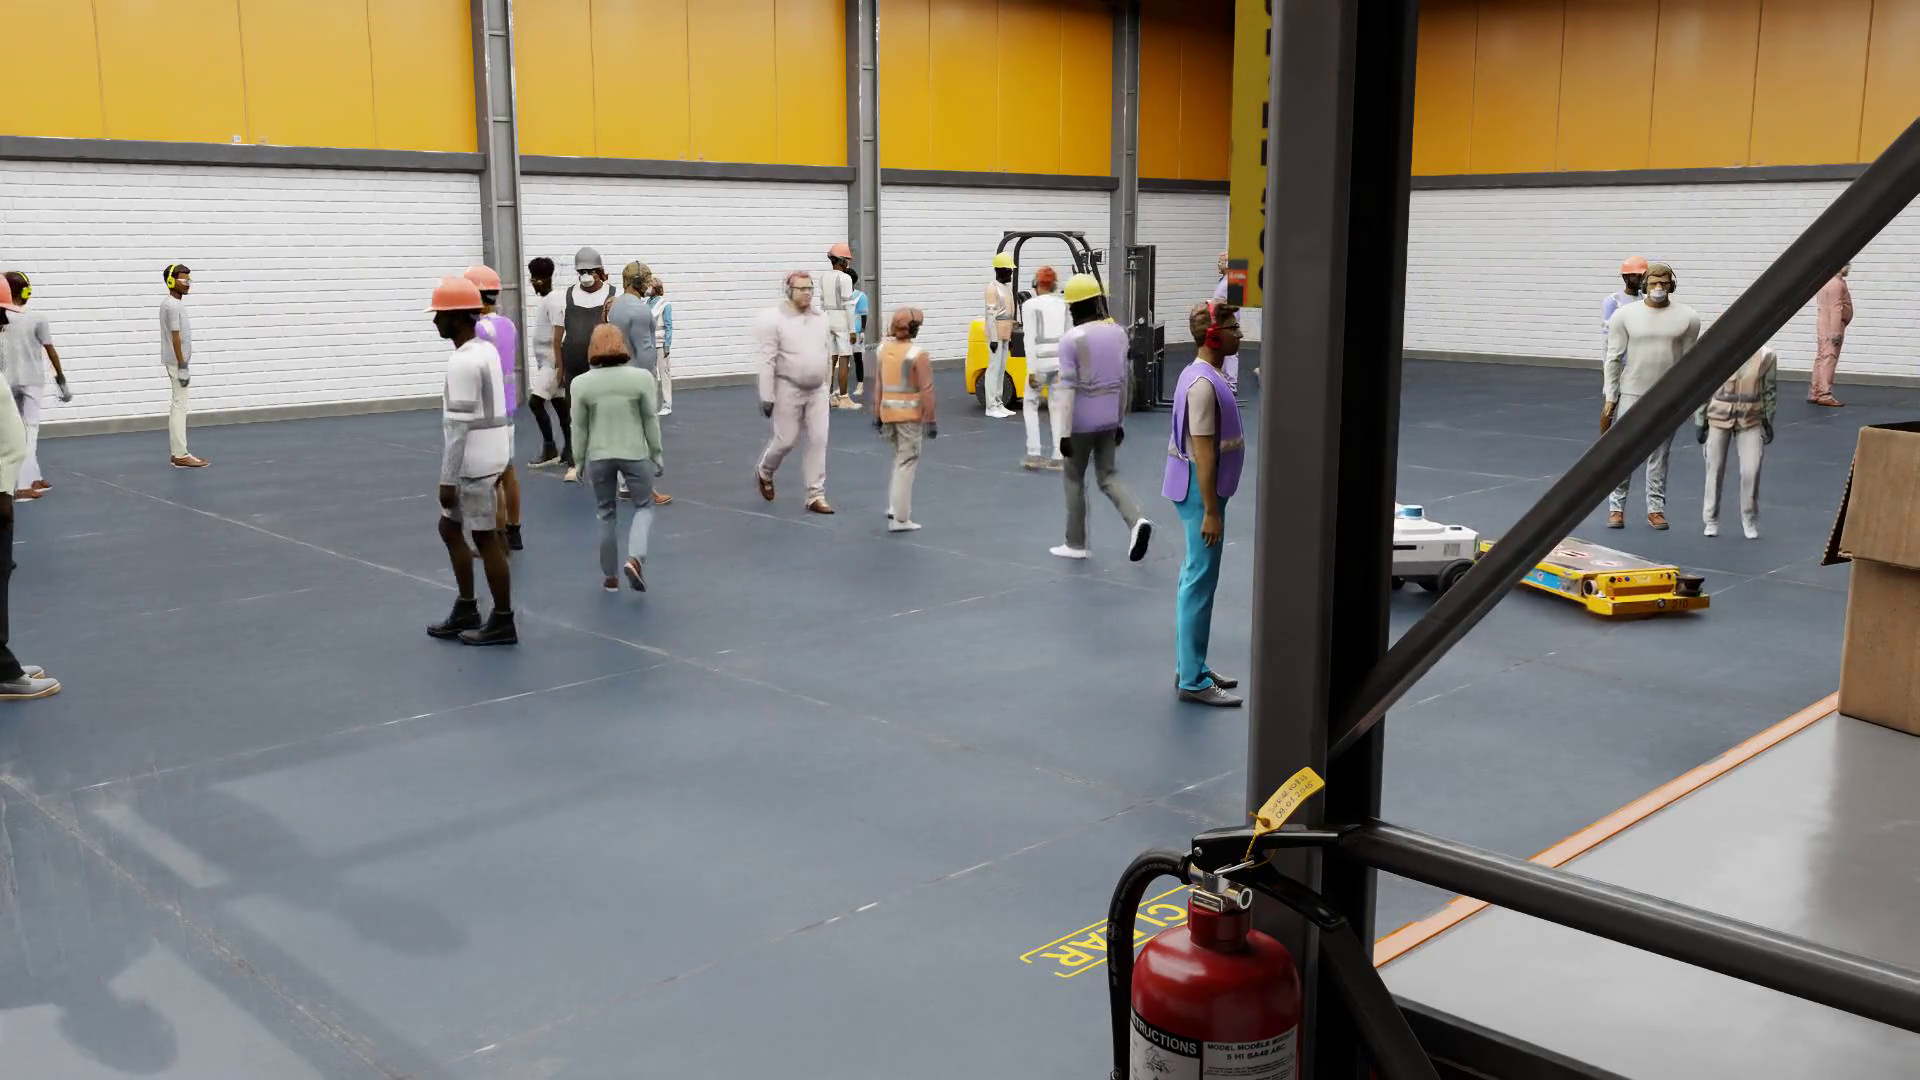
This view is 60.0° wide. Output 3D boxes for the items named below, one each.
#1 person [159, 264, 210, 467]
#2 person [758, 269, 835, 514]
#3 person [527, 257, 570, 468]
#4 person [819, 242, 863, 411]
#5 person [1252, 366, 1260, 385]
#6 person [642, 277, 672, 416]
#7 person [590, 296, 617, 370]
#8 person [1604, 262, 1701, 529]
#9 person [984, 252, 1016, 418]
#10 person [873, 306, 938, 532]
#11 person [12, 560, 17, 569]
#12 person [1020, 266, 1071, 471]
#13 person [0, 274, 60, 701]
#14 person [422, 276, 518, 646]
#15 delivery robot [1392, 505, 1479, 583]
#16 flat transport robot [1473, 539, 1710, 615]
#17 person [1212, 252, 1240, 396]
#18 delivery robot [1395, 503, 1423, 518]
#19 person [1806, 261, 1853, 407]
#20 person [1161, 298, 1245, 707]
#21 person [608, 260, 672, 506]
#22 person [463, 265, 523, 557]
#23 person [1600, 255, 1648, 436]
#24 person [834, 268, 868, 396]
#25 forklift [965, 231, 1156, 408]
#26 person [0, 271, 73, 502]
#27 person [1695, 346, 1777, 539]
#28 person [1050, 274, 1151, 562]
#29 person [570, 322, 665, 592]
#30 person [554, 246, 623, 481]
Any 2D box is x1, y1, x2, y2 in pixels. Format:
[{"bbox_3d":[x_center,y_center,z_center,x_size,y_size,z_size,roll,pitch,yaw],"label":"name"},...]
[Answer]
[{"bbox_3d":[-7.200,-1.604,15.377,0.336,1.864,0.521,-5,12,-27],"label":"person"},{"bbox_3d":[-1.281,-1.160,12.912,0.649,1.879,0.800,-7,13,-35],"label":"person"},{"bbox_3d":[-3.802,-1.614,15.219,0.642,1.930,0.678,-4,11,-19],"label":"person"},{"bbox_3d":[-1.462,-2.602,20.328,0.371,2.044,0.608,-9,14,-40],"label":"person"},{"bbox_3d":[4.515,-2.989,23.091,0.815,1.804,0.536,-2,11,-11],"label":"person"},{"bbox_3d":[-3.622,-2.299,19.777,0.511,1.641,0.307,7,12,33],"label":"person"},{"bbox_3d":[-2.818,-1.190,13.745,0.500,1.633,0.281,2,11,10],"label":"person"},{"bbox_3d":[5.010,-1.039,12.089,0.635,1.937,0.354,2,11,11],"label":"person"},{"bbox_3d":[0.480,-2.407,19.578,0.375,1.929,0.585,4,11,21],"label":"person"},{"bbox_3d":[-0.375,-0.869,12.013,0.544,1.623,0.426,10,15,44],"label":"person"},{"bbox_3d":[-6.164,-0.720,10.381,0.387,1.927,0.545,-3,11,-17],"label":"person"},{"bbox_3d":[0.807,-1.561,15.153,0.594,1.850,0.643,-6,12,-31],"label":"person"},{"bbox_3d":[-4.476,-0.254,7.683,0.394,1.985,0.608,-8,13,-36],"label":"person"},{"bbox_3d":[-2.612,-0.387,8.574,0.650,1.919,0.570,-1,10,-5],"label":"person"},{"bbox_3d":[2.639,0.041,9.721,0.707,0.478,0.477,-1,10,-5],"label":"delivery robot"},{"bbox_3d":[3.713,0.191,9.934,0.652,0.197,1.431,-3,11,-16],"label":"flat transport robot"},{"bbox_3d":[3.535,-2.870,22.158,0.406,1.911,0.639,0,10,-2],"label":"person"},{"bbox_3d":[2.597,-0.066,10.303,0.477,0.478,0.707,7,13,35],"label":"delivery robot"},{"bbox_3d":[10.938,-2.623,20.874,0.449,1.918,0.670,3,11,14],"label":"person"},{"bbox_3d":[1.117,-0.176,7.623,0.390,1.850,0.565,1,10,7],"label":"person"},{"bbox_3d":[-2.562,-1.237,13.182,0.373,1.935,0.628,-7,12,-33],"label":"person"},{"bbox_3d":[-3.147,-0.854,11.080,0.358,1.936,0.552,2,11,8],"label":"person"},{"bbox_3d":[6.282,-1.693,15.645,0.545,1.942,0.354,-4,11,-19],"label":"person"},{"bbox_3d":[-1.473,-2.765,22.152,0.537,1.700,0.318,5,12,26],"label":"person"},{"bbox_3d":[1.222,-2.721,20.561,2.313,2.155,1.214,2,11,13],"label":"forklift"},{"bbox_3d":[-7.560,-1.260,13.557,0.516,1.840,0.775,0,10,2],"label":"person"},{"bbox_3d":[5.433,-0.802,11.690,0.522,1.611,0.406,3,11,16],"label":"person"},{"bbox_3d":[0.912,-0.773,10.796,0.599,1.893,0.752,-8,13,-37],"label":"person"},{"bbox_3d":[-2.024,-0.470,9.831,0.547,1.620,0.524,-1,10,-5],"label":"person"},{"bbox_3d":[-3.175,-1.512,14.391,0.688,2.000,0.535,-1,10,-3],"label":"person"}]
